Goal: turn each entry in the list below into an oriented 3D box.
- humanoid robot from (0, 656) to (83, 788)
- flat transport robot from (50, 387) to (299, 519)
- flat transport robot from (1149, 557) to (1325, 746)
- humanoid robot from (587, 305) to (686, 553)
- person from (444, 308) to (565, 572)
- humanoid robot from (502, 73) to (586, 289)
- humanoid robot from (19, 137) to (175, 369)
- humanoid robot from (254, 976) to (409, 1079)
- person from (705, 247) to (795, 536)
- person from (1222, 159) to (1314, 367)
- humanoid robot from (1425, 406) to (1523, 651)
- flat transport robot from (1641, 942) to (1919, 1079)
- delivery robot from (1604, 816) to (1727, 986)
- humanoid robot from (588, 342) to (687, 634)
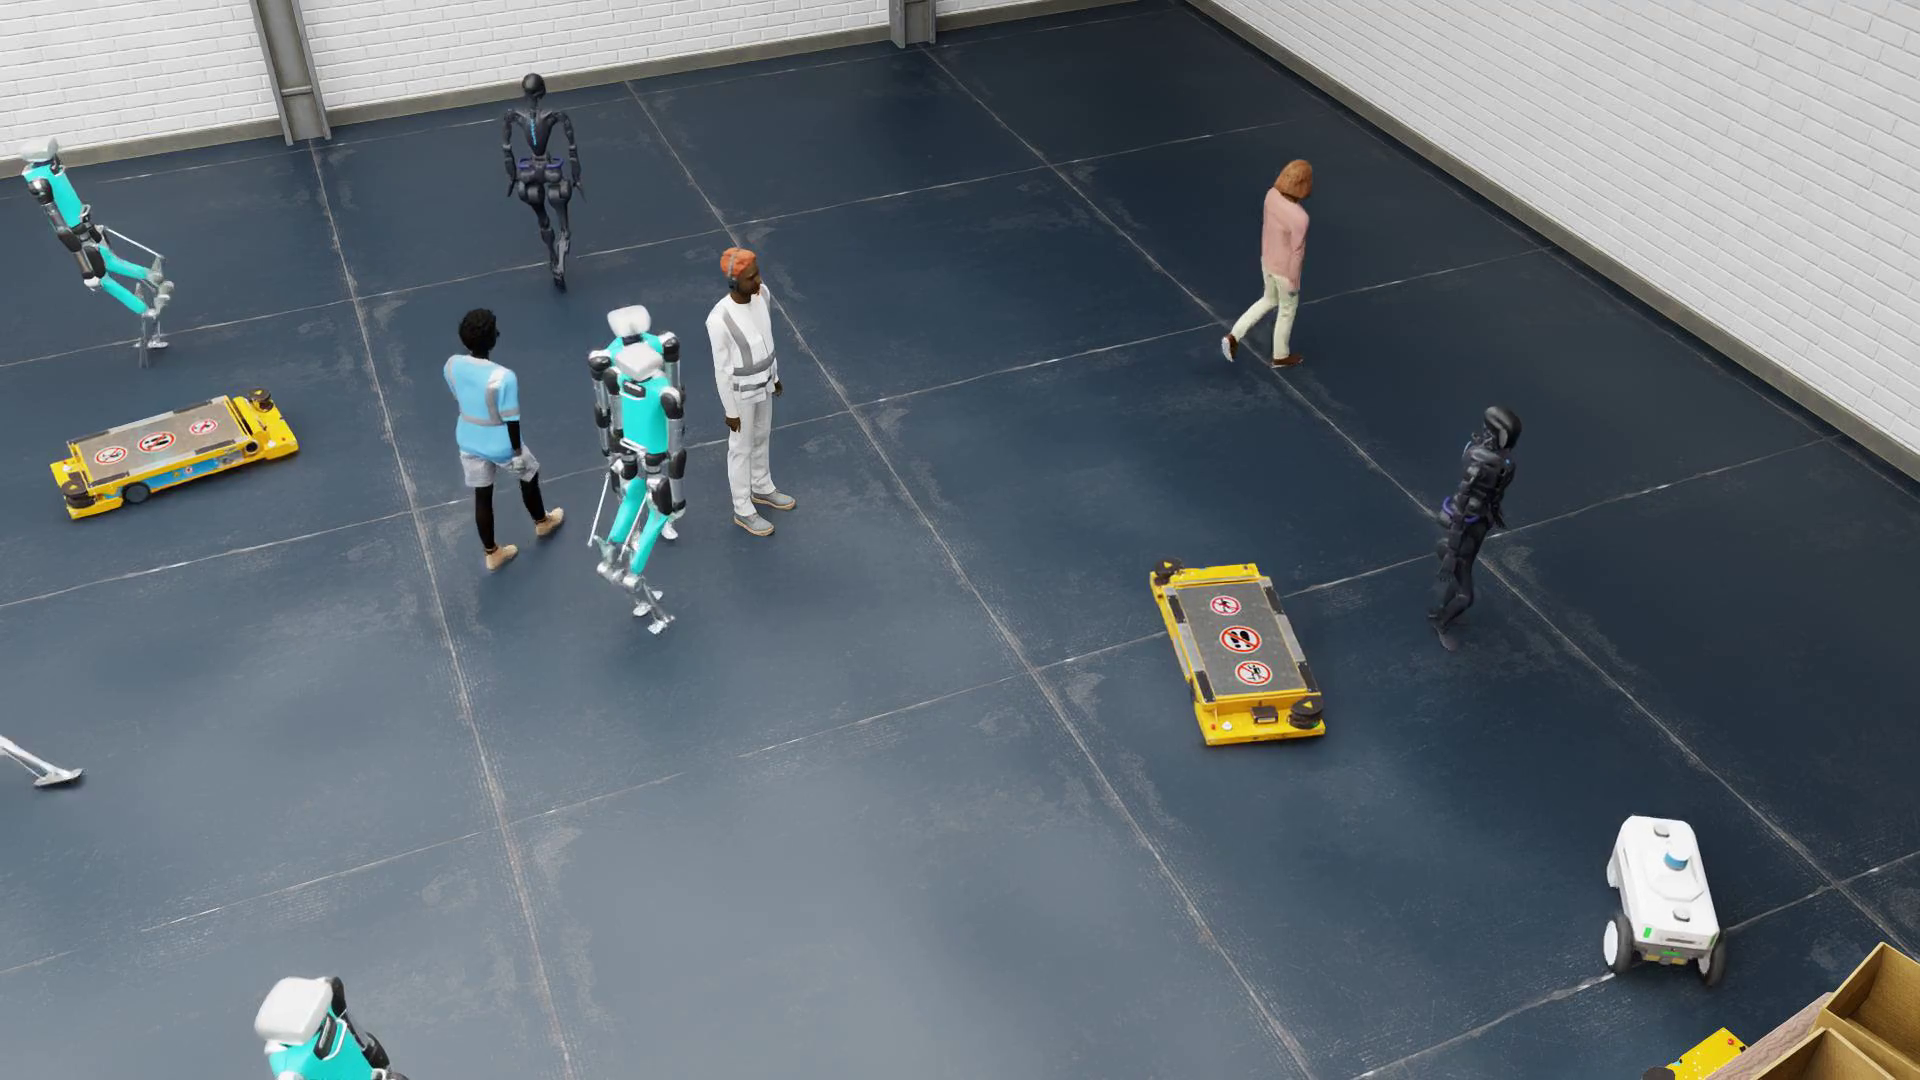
[{"bbox_3d":[-5.065,0.668,8.214,0.923,1.744,0.531,-2,38,-2],"label":"humanoid robot"},{"bbox_3d":[-5.220,-0.591,11.043,1.431,0.231,0.659,-22,43,-26],"label":"flat transport robot"},{"bbox_3d":[1.560,0.596,9.497,0.659,0.231,1.431,-5,38,-6],"label":"flat transport robot"},{"bbox_3d":[-1.955,-0.693,9.966,0.536,1.787,0.759,-17,41,-21],"label":"humanoid robot"},{"bbox_3d":[-2.738,-0.637,9.946,0.544,1.659,0.748,15,40,18],"label":"person"},{"bbox_3d":[-3.197,-2.728,12.694,0.608,1.633,0.681,-2,38,-2],"label":"humanoid robot"},{"bbox_3d":[-5.913,-1.991,11.694,0.805,1.808,0.530,-11,39,-13],"label":"humanoid robot"},{"bbox_3d":[-1.974,2.242,6.161,0.830,1.763,0.543,-1,38,-1],"label":"humanoid robot"},{"bbox_3d":[-1.274,-0.911,10.135,0.356,1.884,0.574,15,40,19],"label":"person"},{"bbox_3d":[2.207,-1.903,11.635,0.575,1.615,0.512,-15,40,-18],"label":"person"},{"bbox_3d":[2.831,-0.091,9.241,0.353,1.641,0.613,27,45,30],"label":"humanoid robot"},{"bbox_3d":[3.523,2.652,6.822,0.659,0.231,1.431,-21,42,-25],"label":"flat transport robot"},{"bbox_3d":[3.315,1.697,7.845,0.499,0.614,0.812,5,38,7],"label":"delivery robot"},{"bbox_3d":[-1.852,-0.216,9.325,0.532,1.759,0.700,22,42,26],"label":"humanoid robot"}]
